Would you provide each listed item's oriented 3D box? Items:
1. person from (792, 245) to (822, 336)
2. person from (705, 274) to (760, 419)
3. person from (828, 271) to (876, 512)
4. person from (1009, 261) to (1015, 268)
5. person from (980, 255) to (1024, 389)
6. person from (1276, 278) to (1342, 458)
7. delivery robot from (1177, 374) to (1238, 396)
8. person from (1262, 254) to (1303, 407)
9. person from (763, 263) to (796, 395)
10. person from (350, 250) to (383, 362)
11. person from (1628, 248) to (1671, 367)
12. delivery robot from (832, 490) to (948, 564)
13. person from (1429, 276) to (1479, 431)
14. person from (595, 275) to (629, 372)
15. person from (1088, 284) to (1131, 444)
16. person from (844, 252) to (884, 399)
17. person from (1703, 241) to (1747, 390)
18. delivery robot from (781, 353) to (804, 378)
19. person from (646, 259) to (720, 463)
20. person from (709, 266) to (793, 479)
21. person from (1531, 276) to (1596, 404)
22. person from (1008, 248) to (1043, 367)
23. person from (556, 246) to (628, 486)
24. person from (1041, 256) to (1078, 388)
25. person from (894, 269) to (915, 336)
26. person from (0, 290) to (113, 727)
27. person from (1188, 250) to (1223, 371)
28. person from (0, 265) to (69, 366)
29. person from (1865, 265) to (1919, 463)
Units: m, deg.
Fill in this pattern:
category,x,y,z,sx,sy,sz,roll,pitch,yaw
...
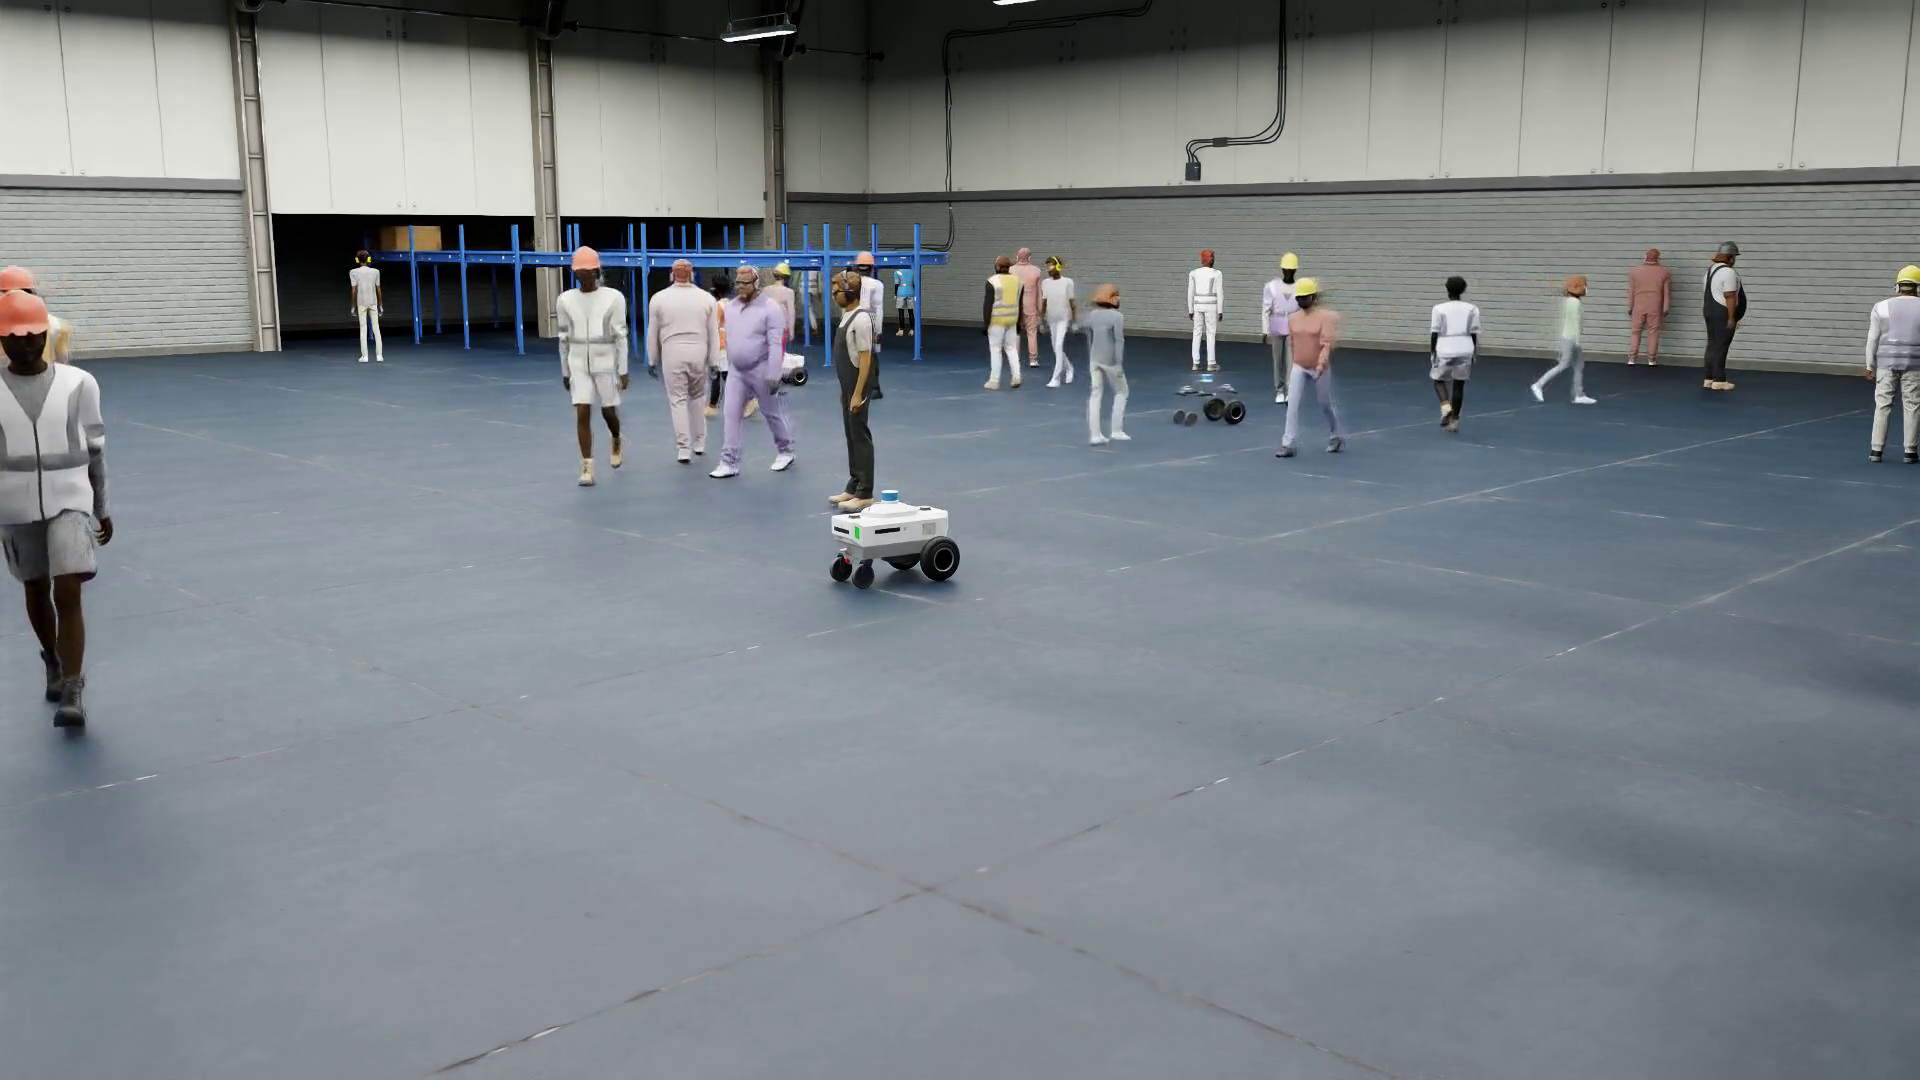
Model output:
category,x,y,z,sx,sy,sz,roll,pitch,yaw
person,-3.191,-5.269,35.136,0.604,1.911,0.956,-8,13,-38
person,-2.668,-2.224,19.177,0.795,1.672,0.531,1,10,5
person,-0.827,-1.149,12.843,0.343,1.839,0.506,-3,11,-16
person,0.940,-4.632,32.468,0.512,1.609,0.755,-2,11,-10
person,0.578,-3.015,23.030,0.626,1.844,0.429,-7,13,-35
person,3.414,-1.677,16.070,0.526,1.713,0.938,8,13,37
delivery robot,2.806,-1.761,18.838,0.698,0.223,0.335,-4,11,-23
person,4.062,-2.612,20.739,0.589,1.876,1.010,2,11,11
person,-2.434,-2.825,22.263,0.541,1.735,0.493,6,12,30
person,-9.960,-3.920,27.913,0.521,1.856,0.328,-5,12,-27
person,11.162,-3.768,26.968,0.645,1.904,0.401,5,11,24
delivery robot,-0.433,-0.065,10.295,0.707,0.478,0.477,-7,13,-34
person,5.334,-2.005,17.939,0.532,1.679,0.434,1,10,3
person,-5.621,-3.510,25.712,1.052,1.868,0.628,-6,12,-31
person,1.545,-1.795,16.947,0.584,1.609,0.530,-9,14,-42
person,-1.248,-2.737,21.406,0.556,1.916,0.884,3,11,15
person,10.598,-3.100,23.047,0.535,2.000,0.681,0,10,2
delivery robot,-2.586,-2.510,23.617,0.707,0.478,0.477,-5,11,-28
person,-2.632,-1.699,15.737,0.660,1.872,0.857,-4,11,-20
person,-1.824,-1.504,14.778,0.650,1.855,1.001,5,12,27
person,7.667,-2.535,21.031,0.751,1.608,0.502,3,11,15
person,1.025,-3.738,26.779,0.652,1.906,0.403,0,10,2
person,-3.147,-1.515,14.354,0.610,2.024,0.783,0,10,1
person,1.432,-3.099,23.527,0.575,1.832,0.884,6,12,30
person,-1.158,-5.137,34.978,0.541,1.696,0.315,-6,12,-29
person,-4.049,-0.149,7.310,0.566,1.882,0.983,-5,12,-26
person,3.861,-3.609,26.136,0.578,1.881,0.346,7,12,33
person,-6.534,-0.980,11.749,0.902,1.911,0.542,10,15,44
person,8.816,-1.645,15.572,0.602,1.828,0.404,6,12,30
